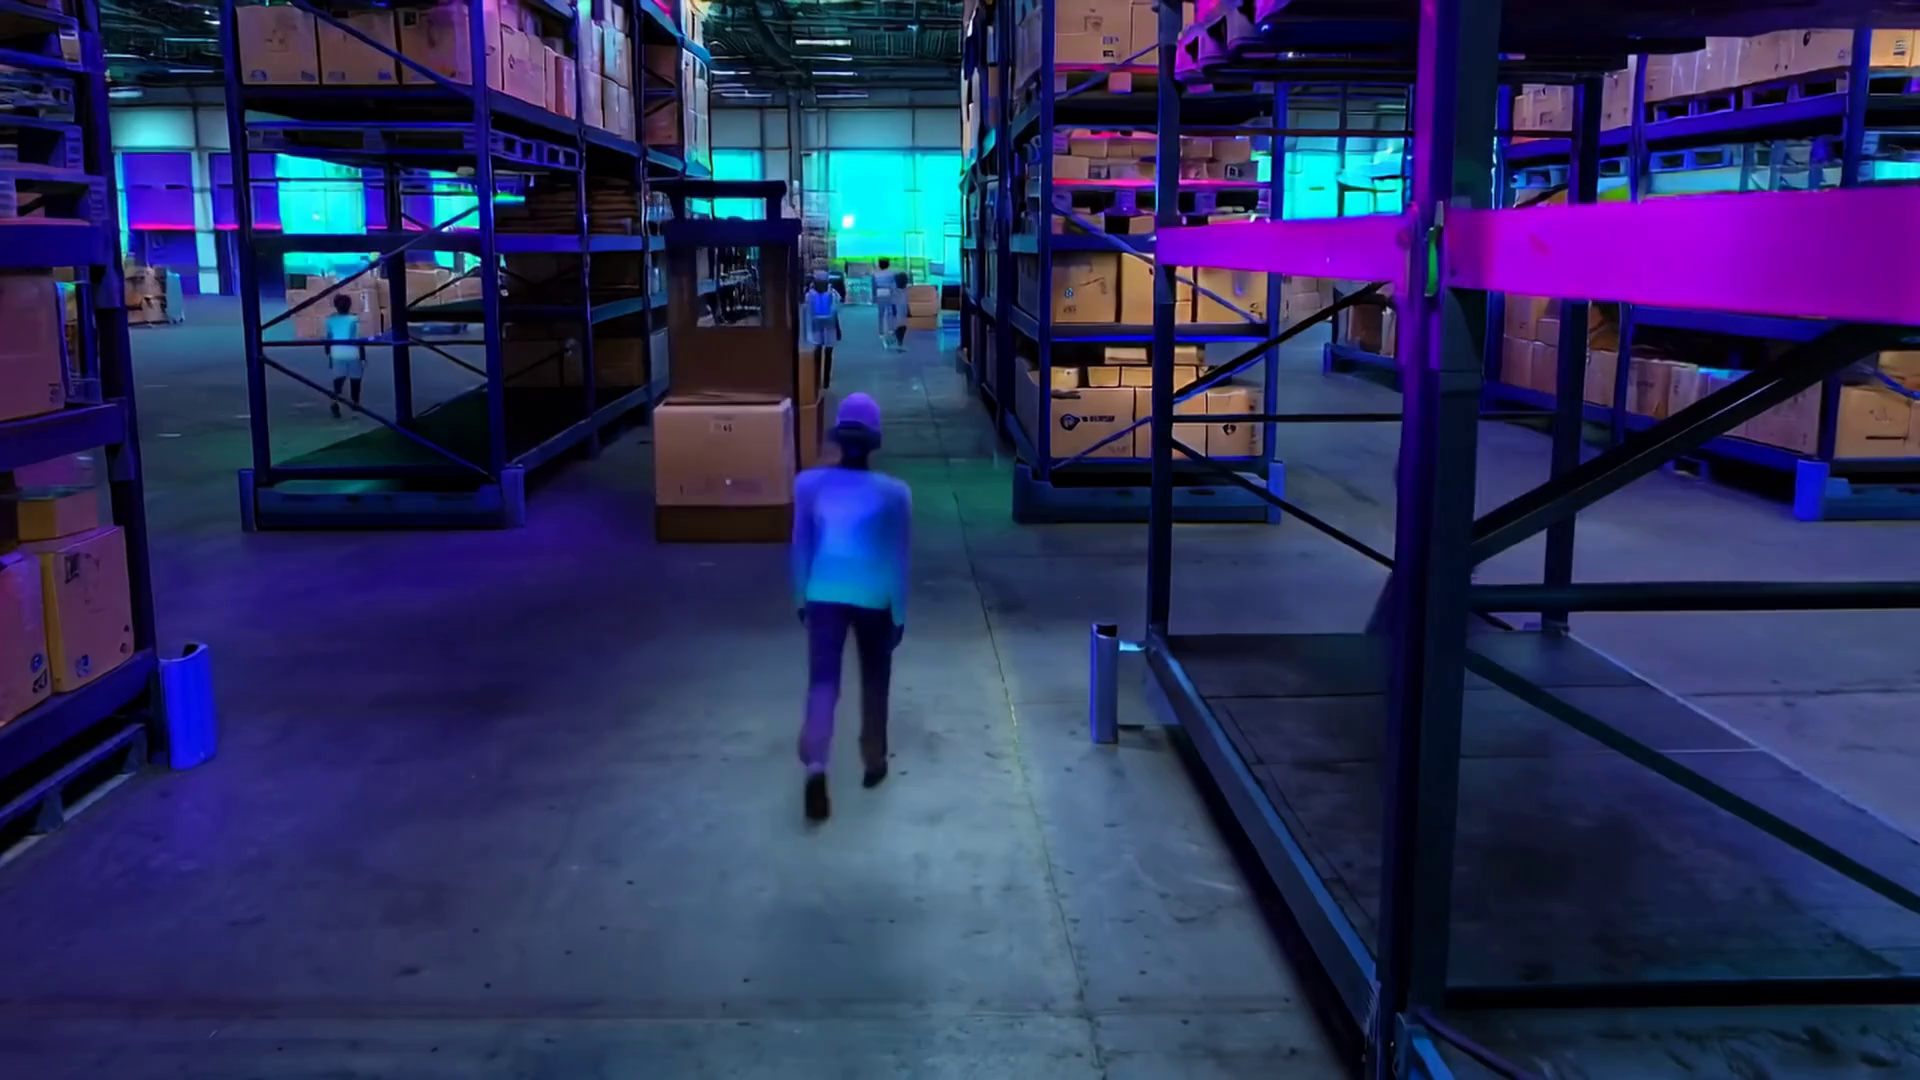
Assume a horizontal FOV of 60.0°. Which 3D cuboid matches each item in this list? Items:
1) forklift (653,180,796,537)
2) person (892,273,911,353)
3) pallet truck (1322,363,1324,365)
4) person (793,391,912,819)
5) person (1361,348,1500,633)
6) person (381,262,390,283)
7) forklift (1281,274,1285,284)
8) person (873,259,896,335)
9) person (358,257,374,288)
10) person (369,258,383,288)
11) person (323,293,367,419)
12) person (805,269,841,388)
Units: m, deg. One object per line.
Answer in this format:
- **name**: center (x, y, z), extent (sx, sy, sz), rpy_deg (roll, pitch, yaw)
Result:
- **forklift**: center (-1.878, -1.516, 13.564), extent (1.129, 2.768, 1.873), rpy_deg (0, 10, -2)
- **person**: center (-1.221, -4.767, 35.007), extent (0.369, 1.687, 0.539), rpy_deg (4, 11, 20)
- **pallet truck**: center (7.712, -4.157, 30.737), extent (1.885, 1.965, 0.823), rpy_deg (3, 11, 16)
- **person**: center (-0.461, 0.256, 6.878), extent (0.520, 1.739, 0.804), rpy_deg (1, 10, 7)
- **person**: center (2.493, -0.144, 8.846), extent (1.028, 1.832, 0.691), rpy_deg (4, 11, 20)
- **person**: center (-21.363, -9.819, 62.490), extent (1.001, 1.917, 0.677), rpy_deg (10, 14, 43)
- **forklift**: center (12.151, -10.754, 65.029), extent (1.129, 2.768, 1.873), rpy_deg (0, 10, -2)
- **person**: center (-1.884, -6.076, 41.643), extent (0.591, 1.922, 0.392), rpy_deg (1, 10, 5)
- **person**: center (-21.891, -9.525, 61.219), extent (0.952, 1.803, 0.644), rpy_deg (4, 11, 21)
- **person**: center (-19.285, -8.484, 55.331), extent (0.896, 1.831, 0.539), rpy_deg (-4, 11, -20)
- **person**: center (-8.067, -2.397, 21.818), extent (0.540, 1.682, 0.540), rpy_deg (-1, 10, -3)
- **person**: center (-2.183, -3.361, 26.560), extent (0.570, 1.895, 0.925), rpy_deg (-1, 10, -5)
